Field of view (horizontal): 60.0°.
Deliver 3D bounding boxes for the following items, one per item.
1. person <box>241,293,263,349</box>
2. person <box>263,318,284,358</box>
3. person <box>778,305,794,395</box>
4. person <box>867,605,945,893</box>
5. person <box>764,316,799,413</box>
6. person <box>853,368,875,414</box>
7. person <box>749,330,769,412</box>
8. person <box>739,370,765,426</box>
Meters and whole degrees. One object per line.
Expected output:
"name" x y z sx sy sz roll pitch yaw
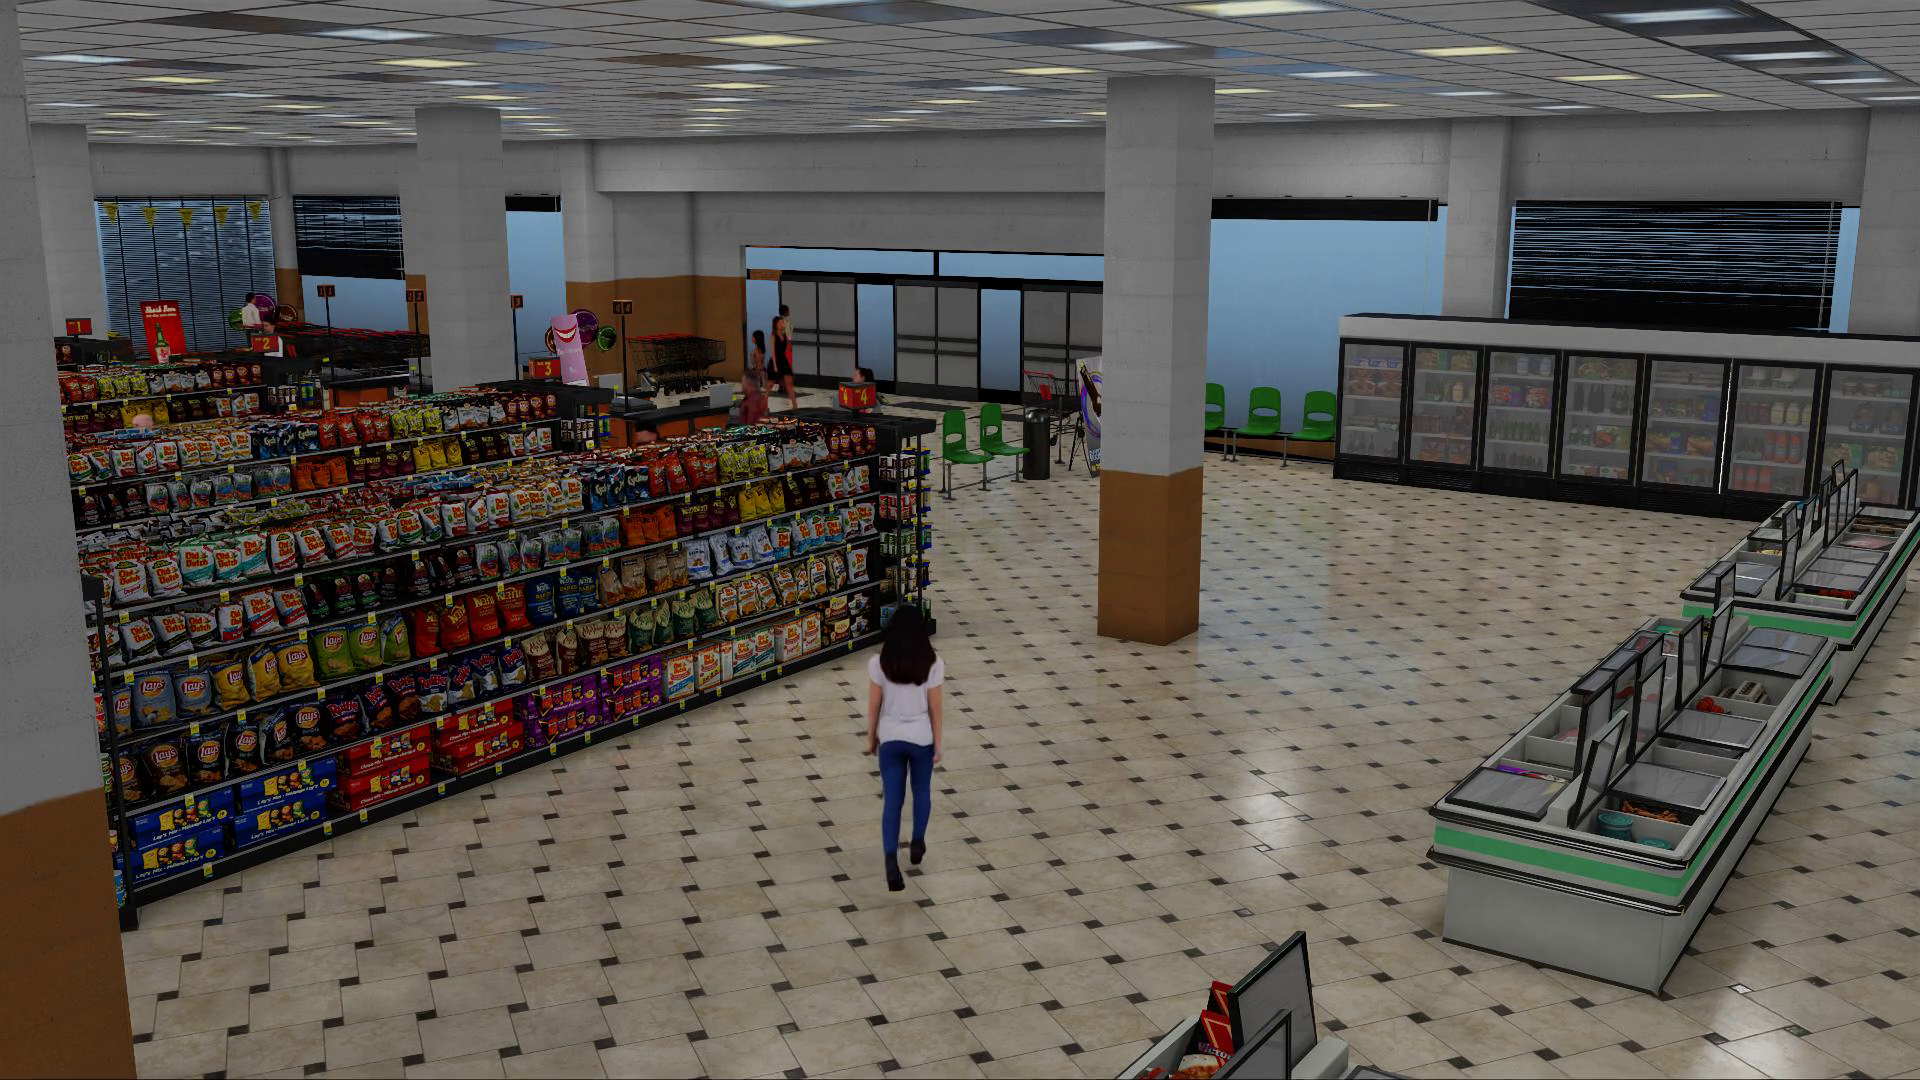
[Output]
"person" -15.657 -4.563 36.808 0.670 1.811 0.565 7 14 30
"person" -11.965 -2.952 29.040 0.604 1.860 0.550 9 15 36
"person" -3.511 -3.819 33.320 0.616 1.793 0.647 -9 15 -38
"person" -0.321 1.240 9.639 0.990 1.650 1.184 1 12 3
"person" -3.315 -3.040 29.686 0.703 1.767 1.134 10 15 39
"person" -1.286 -1.446 22.210 0.738 1.727 0.715 -5 13 -23
"person" -3.501 -2.836 29.011 0.783 1.645 0.679 0 12 -1
"person" -2.527 -1.220 20.918 1.030 1.817 1.023 1 12 3
